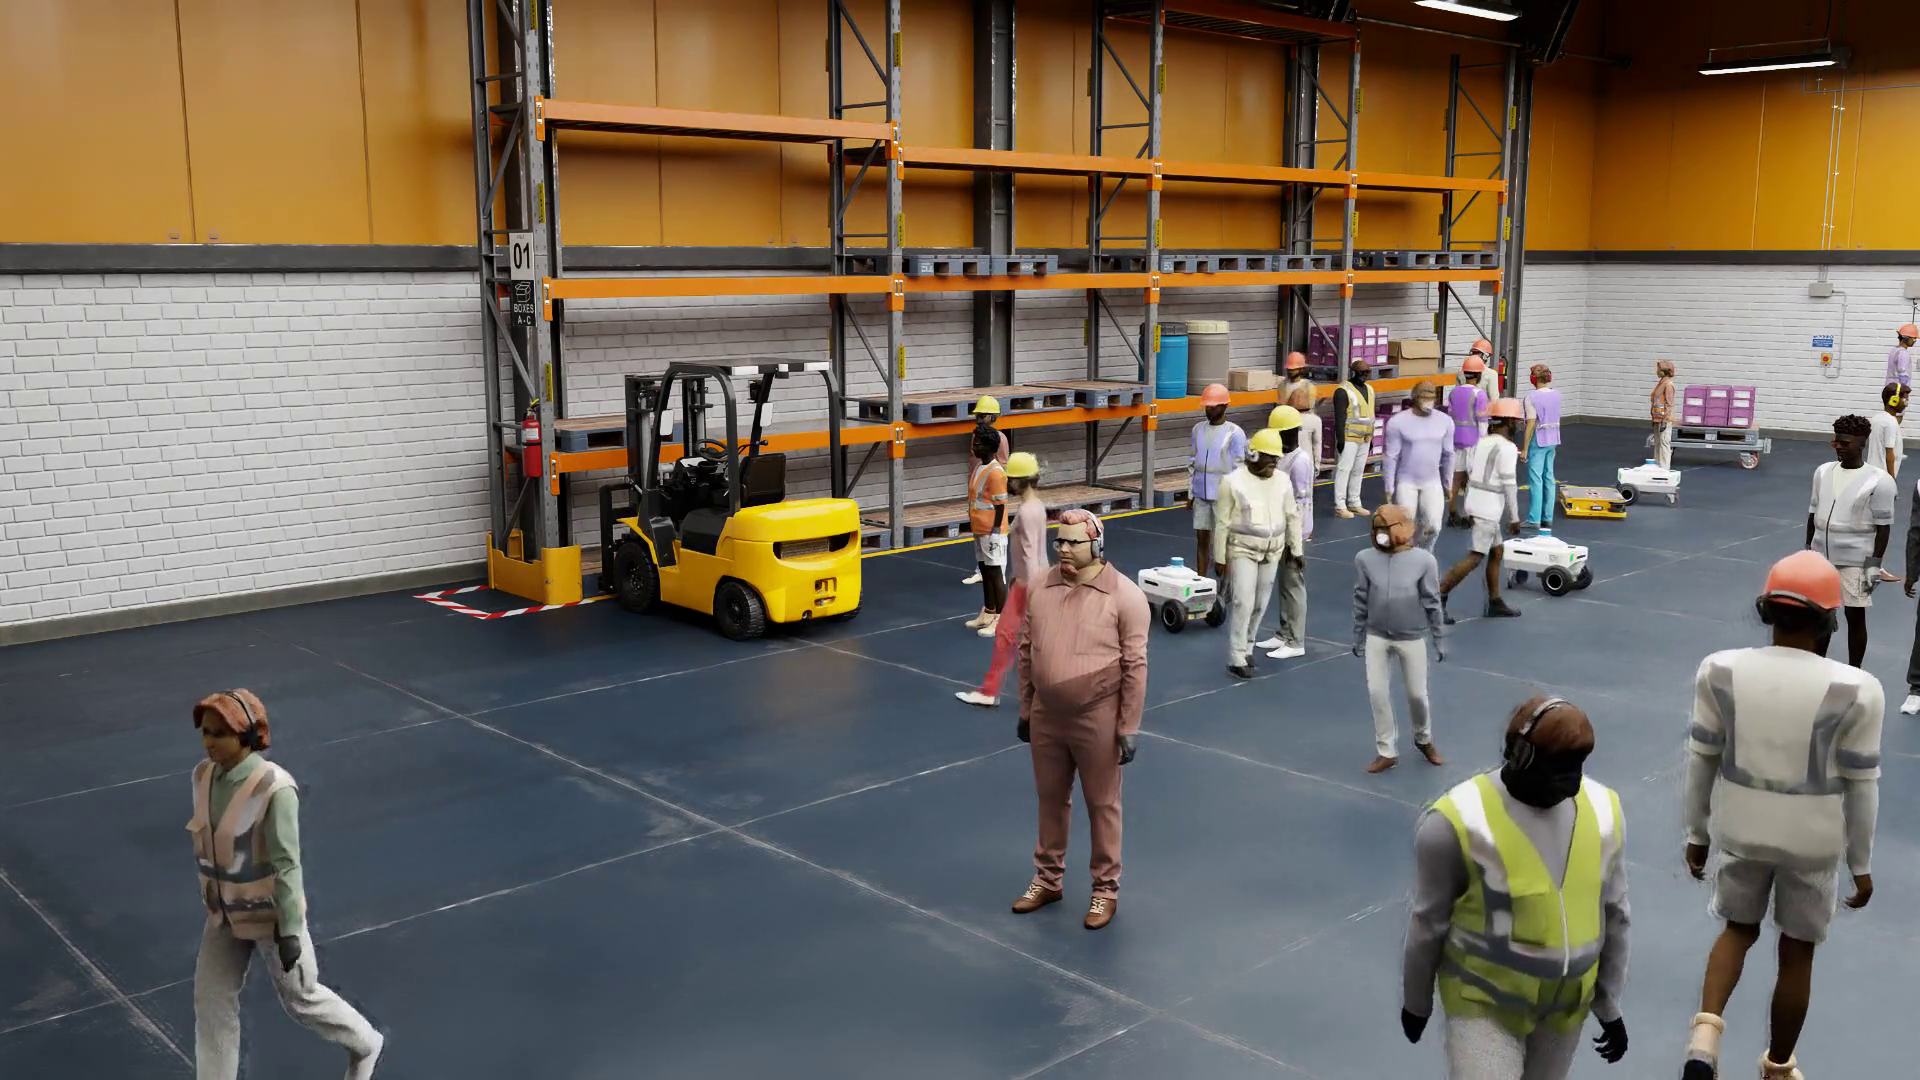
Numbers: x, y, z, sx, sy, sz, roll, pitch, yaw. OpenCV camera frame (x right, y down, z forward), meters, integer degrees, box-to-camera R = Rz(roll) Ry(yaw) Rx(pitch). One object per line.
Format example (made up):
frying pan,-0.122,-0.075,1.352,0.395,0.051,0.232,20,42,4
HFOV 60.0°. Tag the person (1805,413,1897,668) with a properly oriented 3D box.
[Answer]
person,6.074,0.110,11.449,0.368,1.966,0.603,-5,11,-27

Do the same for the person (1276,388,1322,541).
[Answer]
person,3.597,-0.798,17.731,0.502,1.636,0.280,1,10,7

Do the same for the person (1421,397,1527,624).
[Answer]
person,4.277,-0.242,13.794,0.905,1.893,0.566,-1,10,-4

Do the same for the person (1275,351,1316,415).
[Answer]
person,3.957,-1.290,19.792,0.437,1.913,0.584,-8,13,-39

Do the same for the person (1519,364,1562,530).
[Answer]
person,6.455,-1.030,18.492,0.564,1.841,0.395,-7,12,-34

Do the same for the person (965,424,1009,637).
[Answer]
person,0.218,-0.078,13.338,0.316,1.695,0.541,-3,10,-16

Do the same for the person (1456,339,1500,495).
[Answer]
person,6.539,-1.535,21.013,0.384,1.991,0.609,-8,13,-40

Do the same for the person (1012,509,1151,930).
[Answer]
person,0.526,0.803,7.565,0.639,1.910,0.407,6,11,32

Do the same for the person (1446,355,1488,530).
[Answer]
person,5.679,-1.083,18.521,0.362,1.936,0.552,-5,11,-26

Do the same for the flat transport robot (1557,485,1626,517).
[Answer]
flat transport robot,7.514,-0.471,19.808,0.652,0.197,1.431,3,10,15

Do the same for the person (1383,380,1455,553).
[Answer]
person,4.153,-0.492,15.078,0.668,1.929,0.426,0,10,1

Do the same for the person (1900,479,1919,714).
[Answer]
person,6.550,0.222,10.937,0.590,1.918,0.386,6,11,32

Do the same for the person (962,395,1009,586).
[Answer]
person,0.246,-0.440,15.249,0.308,1.772,0.525,-7,12,-36

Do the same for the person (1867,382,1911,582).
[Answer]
person,8.678,-0.548,15.607,0.328,1.865,0.519,2,10,10

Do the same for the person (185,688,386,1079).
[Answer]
person,-2.367,1.271,5.729,0.525,1.606,0.812,5,11,29

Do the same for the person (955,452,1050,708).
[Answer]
person,0.338,0.283,11.094,0.809,1.739,0.547,2,10,11

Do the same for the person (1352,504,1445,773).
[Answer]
person,2.599,0.570,9.822,0.551,1.604,0.507,5,11,29

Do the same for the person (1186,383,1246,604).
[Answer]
person,2.214,-0.404,14.542,0.545,1.940,0.352,8,13,40

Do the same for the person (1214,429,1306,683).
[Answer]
person,2.150,0.092,12.042,0.616,1.797,0.587,-4,10,-21

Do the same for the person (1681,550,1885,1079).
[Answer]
person,2.843,1.048,5.816,0.617,2.028,0.564,9,13,43

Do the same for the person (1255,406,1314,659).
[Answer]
person,2.471,-0.061,12.595,0.376,1.918,0.584,0,10,-2

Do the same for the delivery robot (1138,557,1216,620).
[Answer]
delivery robot,1.780,0.387,13.682,0.477,0.478,0.707,-6,11,-30

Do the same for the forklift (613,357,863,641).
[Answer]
forklift,-1.847,-0.414,13.852,1.214,2.155,2.313,-9,13,-42

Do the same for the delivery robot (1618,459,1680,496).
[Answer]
delivery robot,8.413,-0.744,20.304,0.707,0.478,0.477,4,10,23

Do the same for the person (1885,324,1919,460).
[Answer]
person,14.057,-2.207,24.851,0.406,2.029,0.612,2,10,14

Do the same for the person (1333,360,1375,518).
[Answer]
person,4.606,-1.175,19.362,0.629,1.836,0.429,-8,12,-39

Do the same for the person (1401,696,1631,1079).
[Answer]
person,1.598,1.310,4.907,0.633,1.811,0.809,-2,10,-14

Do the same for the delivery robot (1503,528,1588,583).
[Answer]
delivery robot,5.318,0.138,15.141,0.477,0.478,0.707,-9,13,-44

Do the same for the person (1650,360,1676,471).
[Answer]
person,9.454,-1.597,22.396,0.307,1.642,0.514,1,10,7
